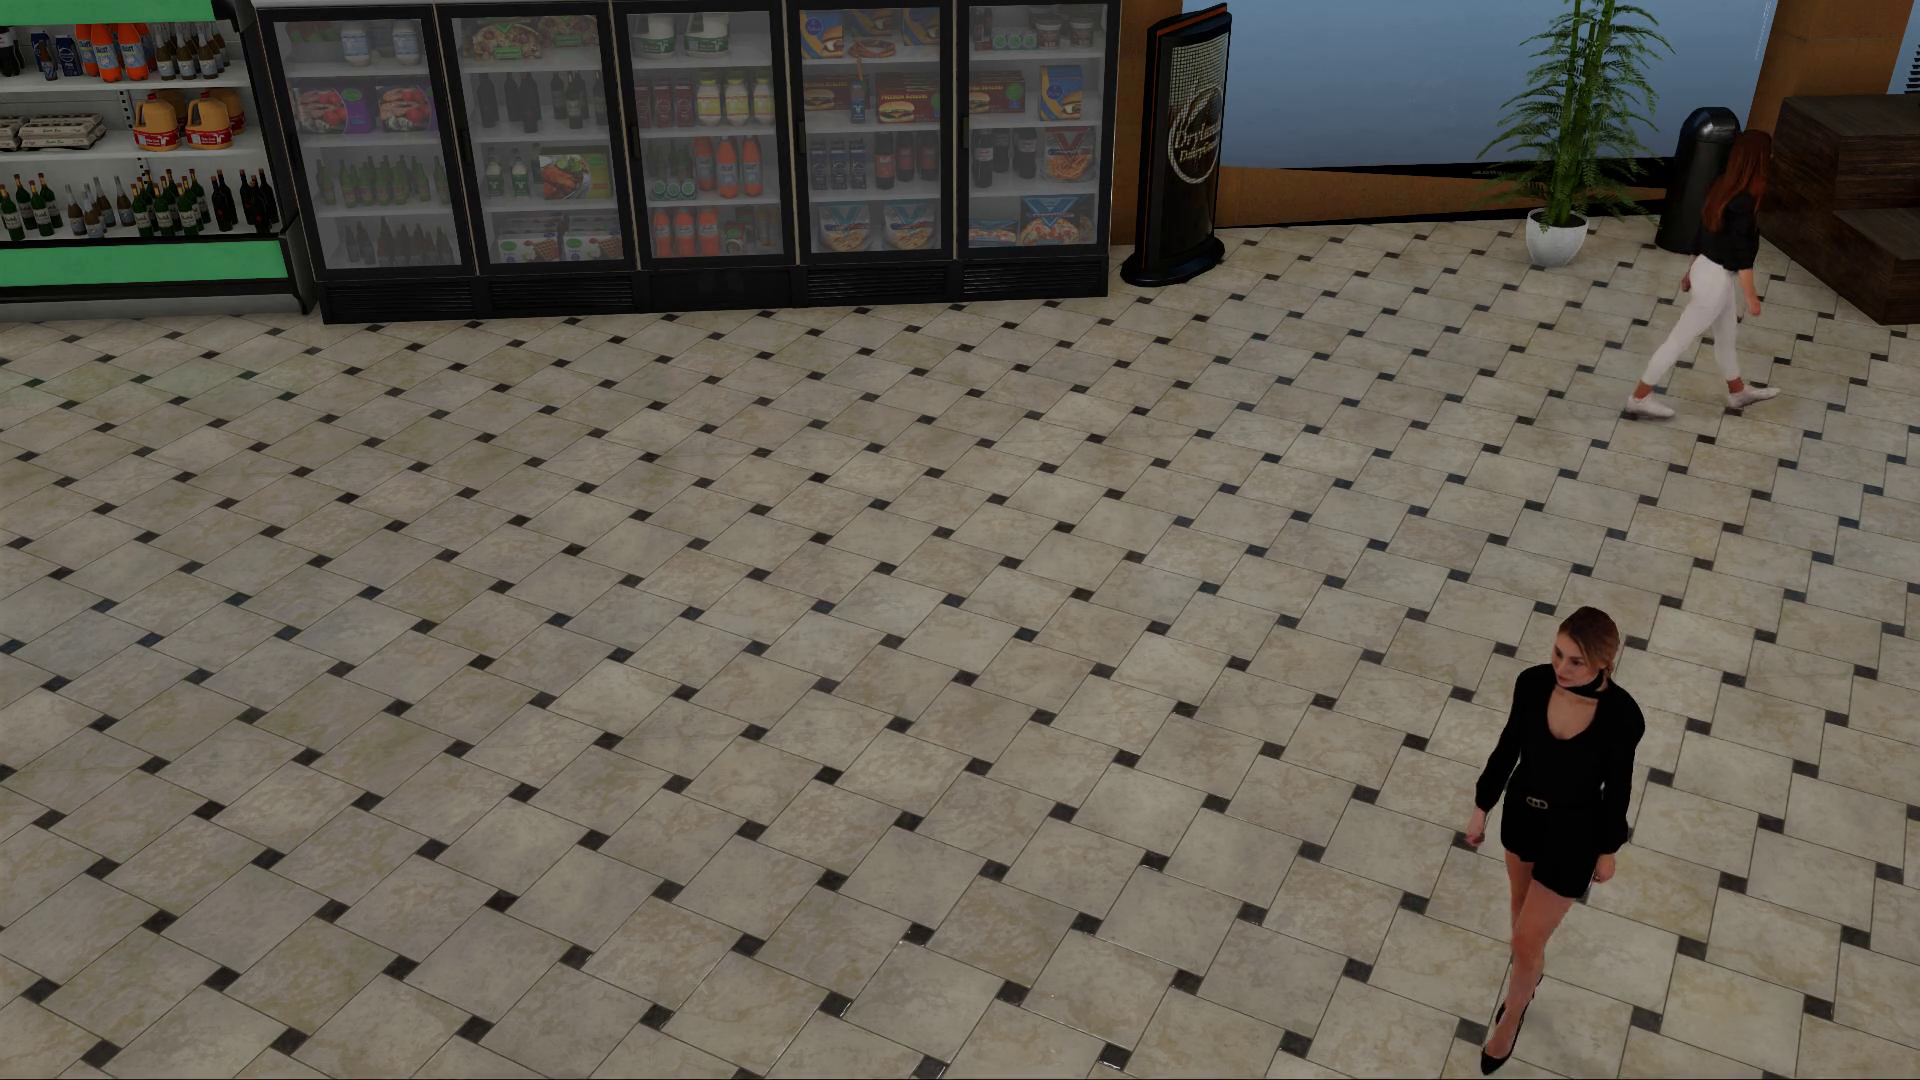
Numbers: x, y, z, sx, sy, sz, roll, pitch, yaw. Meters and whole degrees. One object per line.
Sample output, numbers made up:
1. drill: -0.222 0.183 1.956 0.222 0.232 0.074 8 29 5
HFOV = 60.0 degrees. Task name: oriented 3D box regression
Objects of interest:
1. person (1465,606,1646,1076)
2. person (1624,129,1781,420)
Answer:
1. person: 1.941 0.919 5.350 0.841 1.748 0.782 -26 40 -35
2. person: 4.066 -1.413 9.173 1.134 1.669 0.801 6 32 10
